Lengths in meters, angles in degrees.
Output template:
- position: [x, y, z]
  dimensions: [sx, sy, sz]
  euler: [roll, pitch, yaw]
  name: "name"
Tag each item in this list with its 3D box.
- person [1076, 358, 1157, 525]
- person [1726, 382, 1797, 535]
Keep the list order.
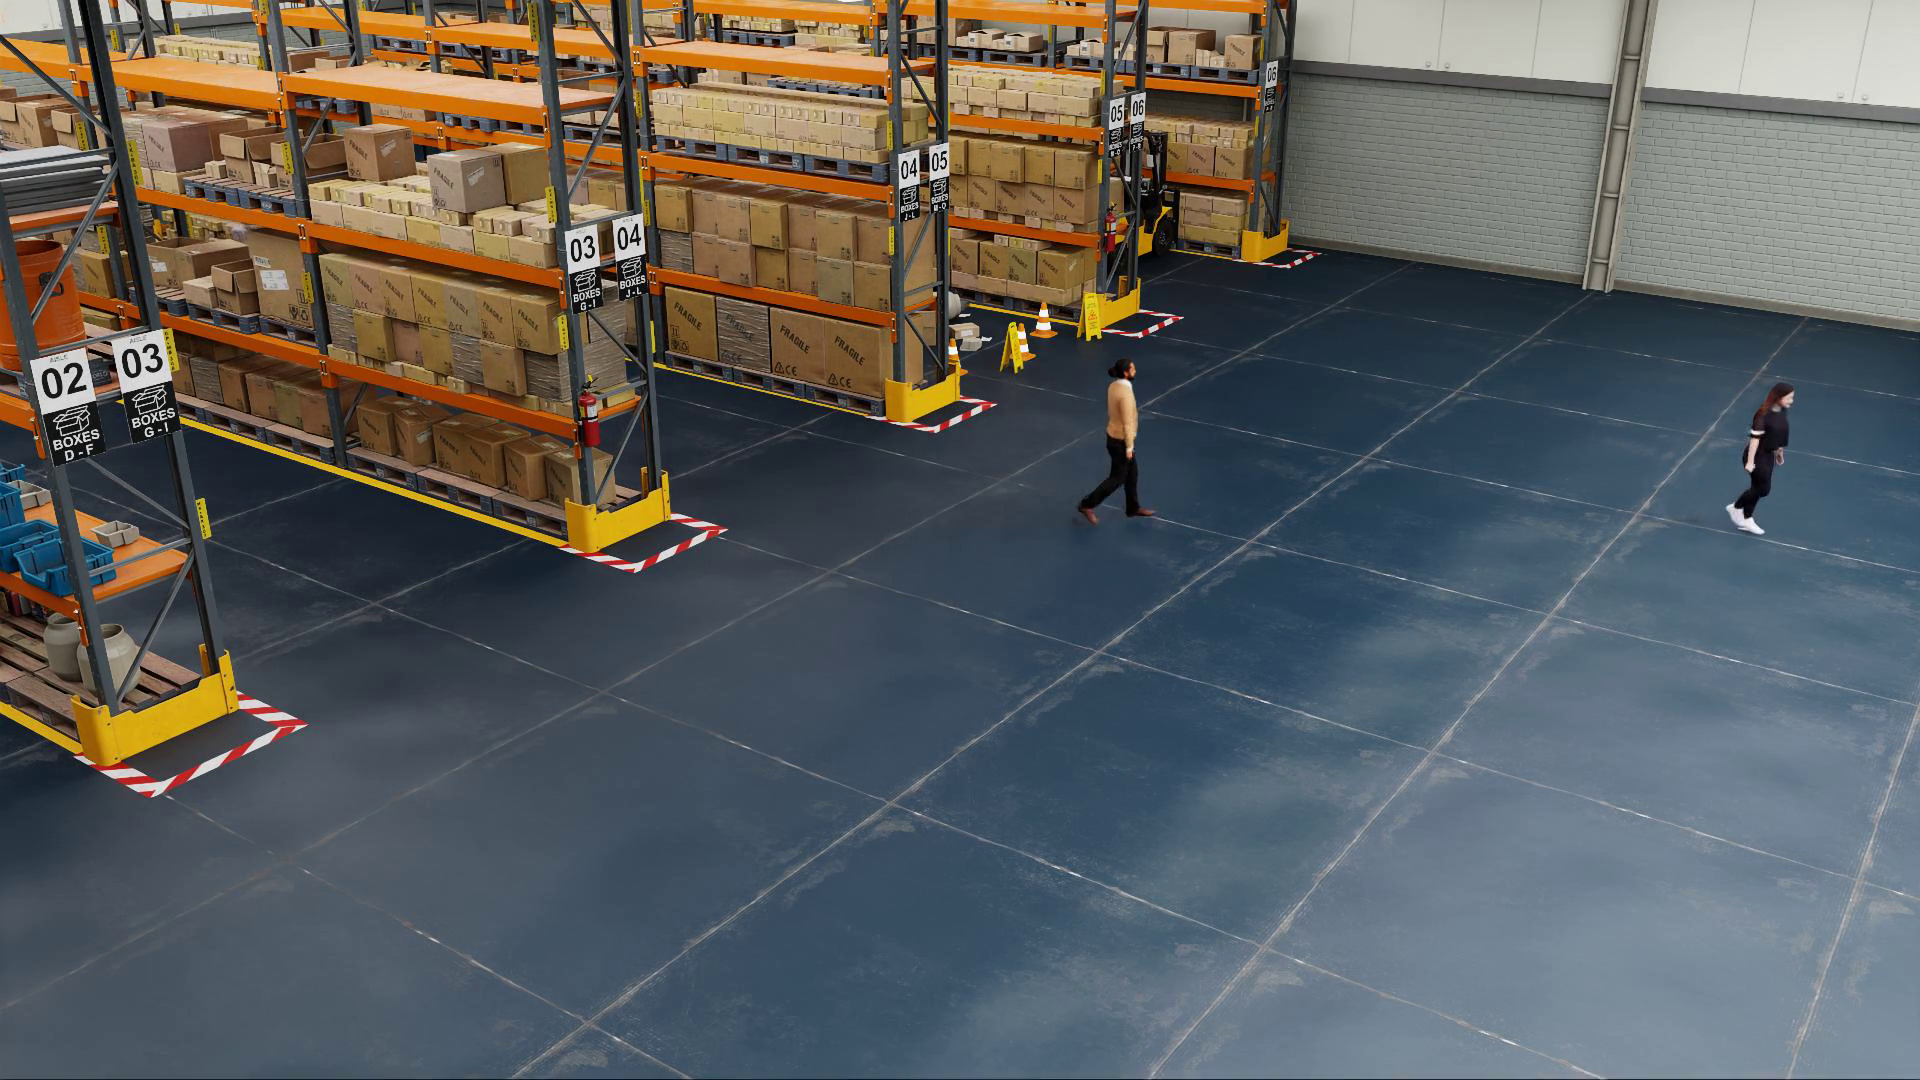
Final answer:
- position: [1.564, -0.986, 16.878]
  dimensions: [1.177, 1.735, 1.106]
  euler: [-4, 23, -8]
  name: "person"
- position: [7.963, -0.839, 16.676]
  dimensions: [0.724, 1.623, 0.759]
  euler: [-21, 31, -40]
  name: "person"
